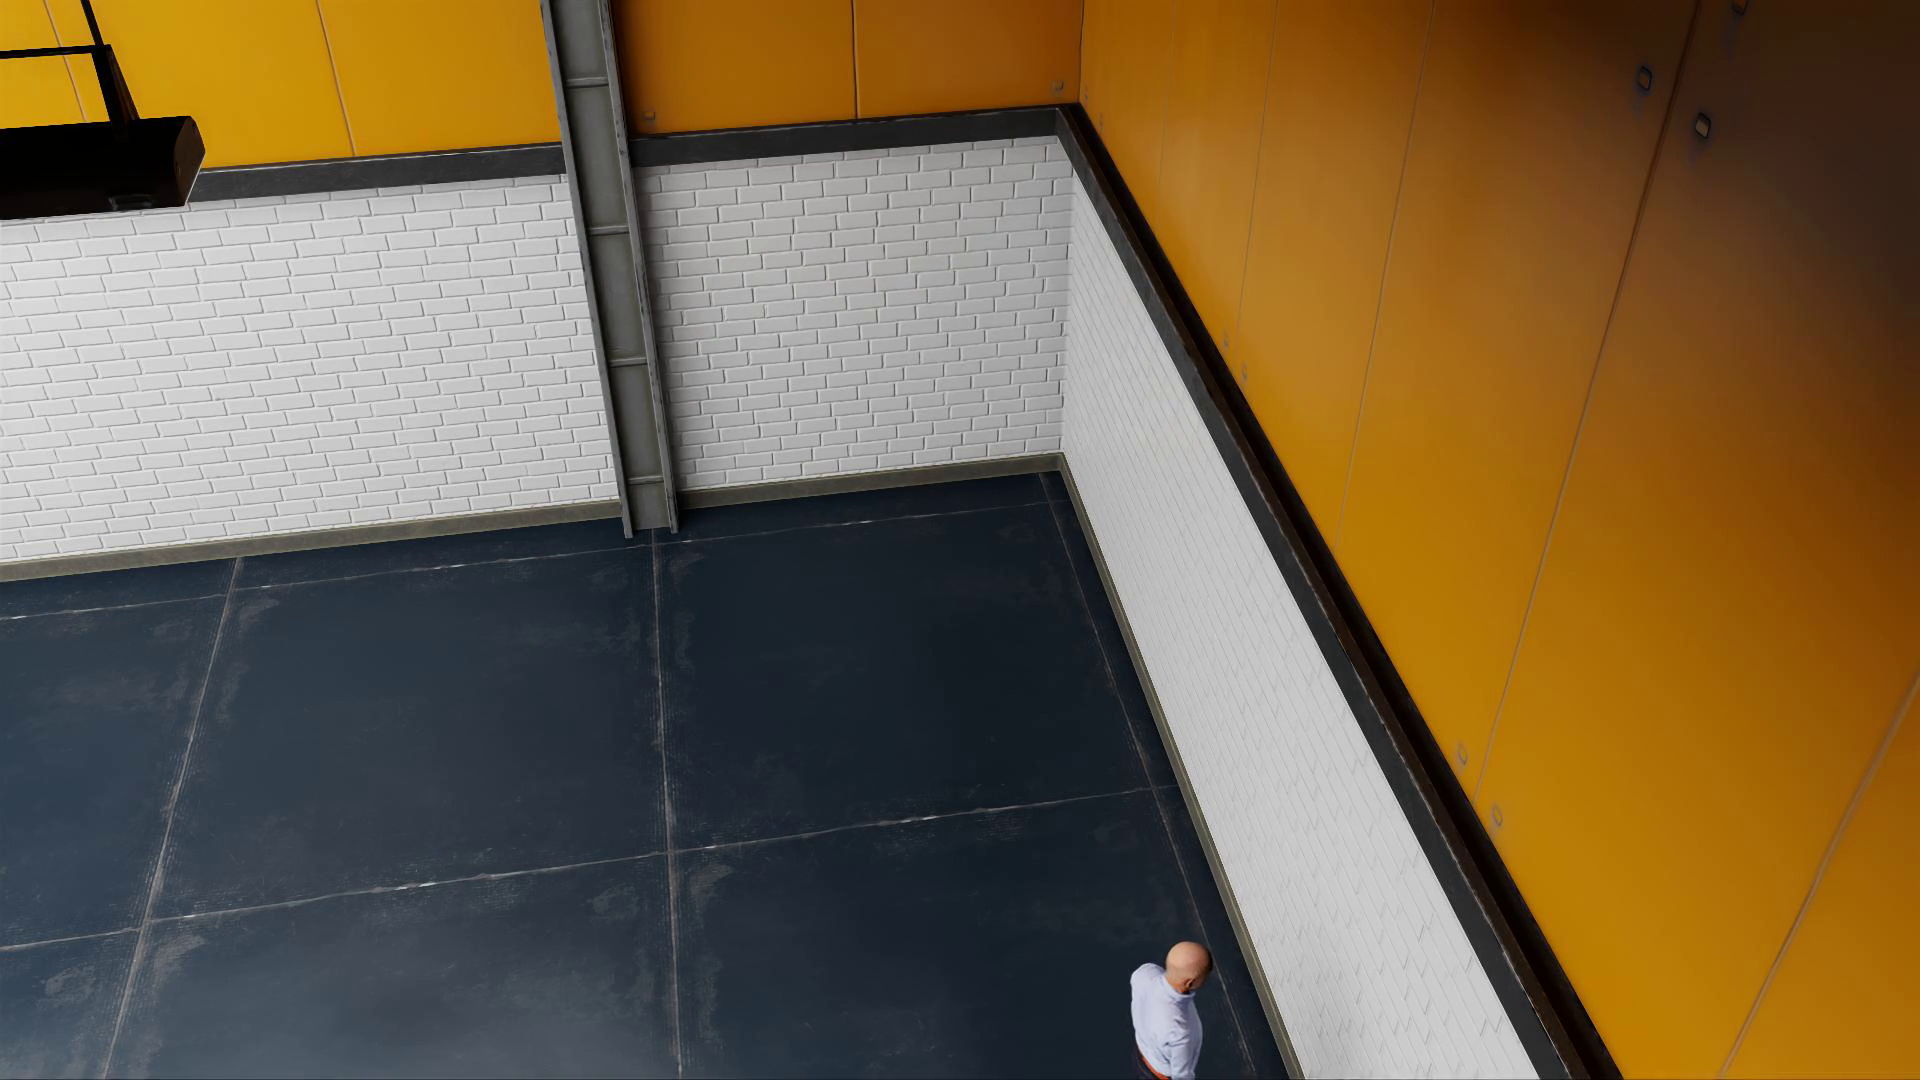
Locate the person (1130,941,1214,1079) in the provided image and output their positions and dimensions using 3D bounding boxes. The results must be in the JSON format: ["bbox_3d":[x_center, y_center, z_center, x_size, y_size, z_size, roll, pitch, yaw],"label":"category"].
[{"bbox_3d":[0.947,2.495,7.787,0.623,1.786,0.677,-13,40,-16],"label":"person"}]
